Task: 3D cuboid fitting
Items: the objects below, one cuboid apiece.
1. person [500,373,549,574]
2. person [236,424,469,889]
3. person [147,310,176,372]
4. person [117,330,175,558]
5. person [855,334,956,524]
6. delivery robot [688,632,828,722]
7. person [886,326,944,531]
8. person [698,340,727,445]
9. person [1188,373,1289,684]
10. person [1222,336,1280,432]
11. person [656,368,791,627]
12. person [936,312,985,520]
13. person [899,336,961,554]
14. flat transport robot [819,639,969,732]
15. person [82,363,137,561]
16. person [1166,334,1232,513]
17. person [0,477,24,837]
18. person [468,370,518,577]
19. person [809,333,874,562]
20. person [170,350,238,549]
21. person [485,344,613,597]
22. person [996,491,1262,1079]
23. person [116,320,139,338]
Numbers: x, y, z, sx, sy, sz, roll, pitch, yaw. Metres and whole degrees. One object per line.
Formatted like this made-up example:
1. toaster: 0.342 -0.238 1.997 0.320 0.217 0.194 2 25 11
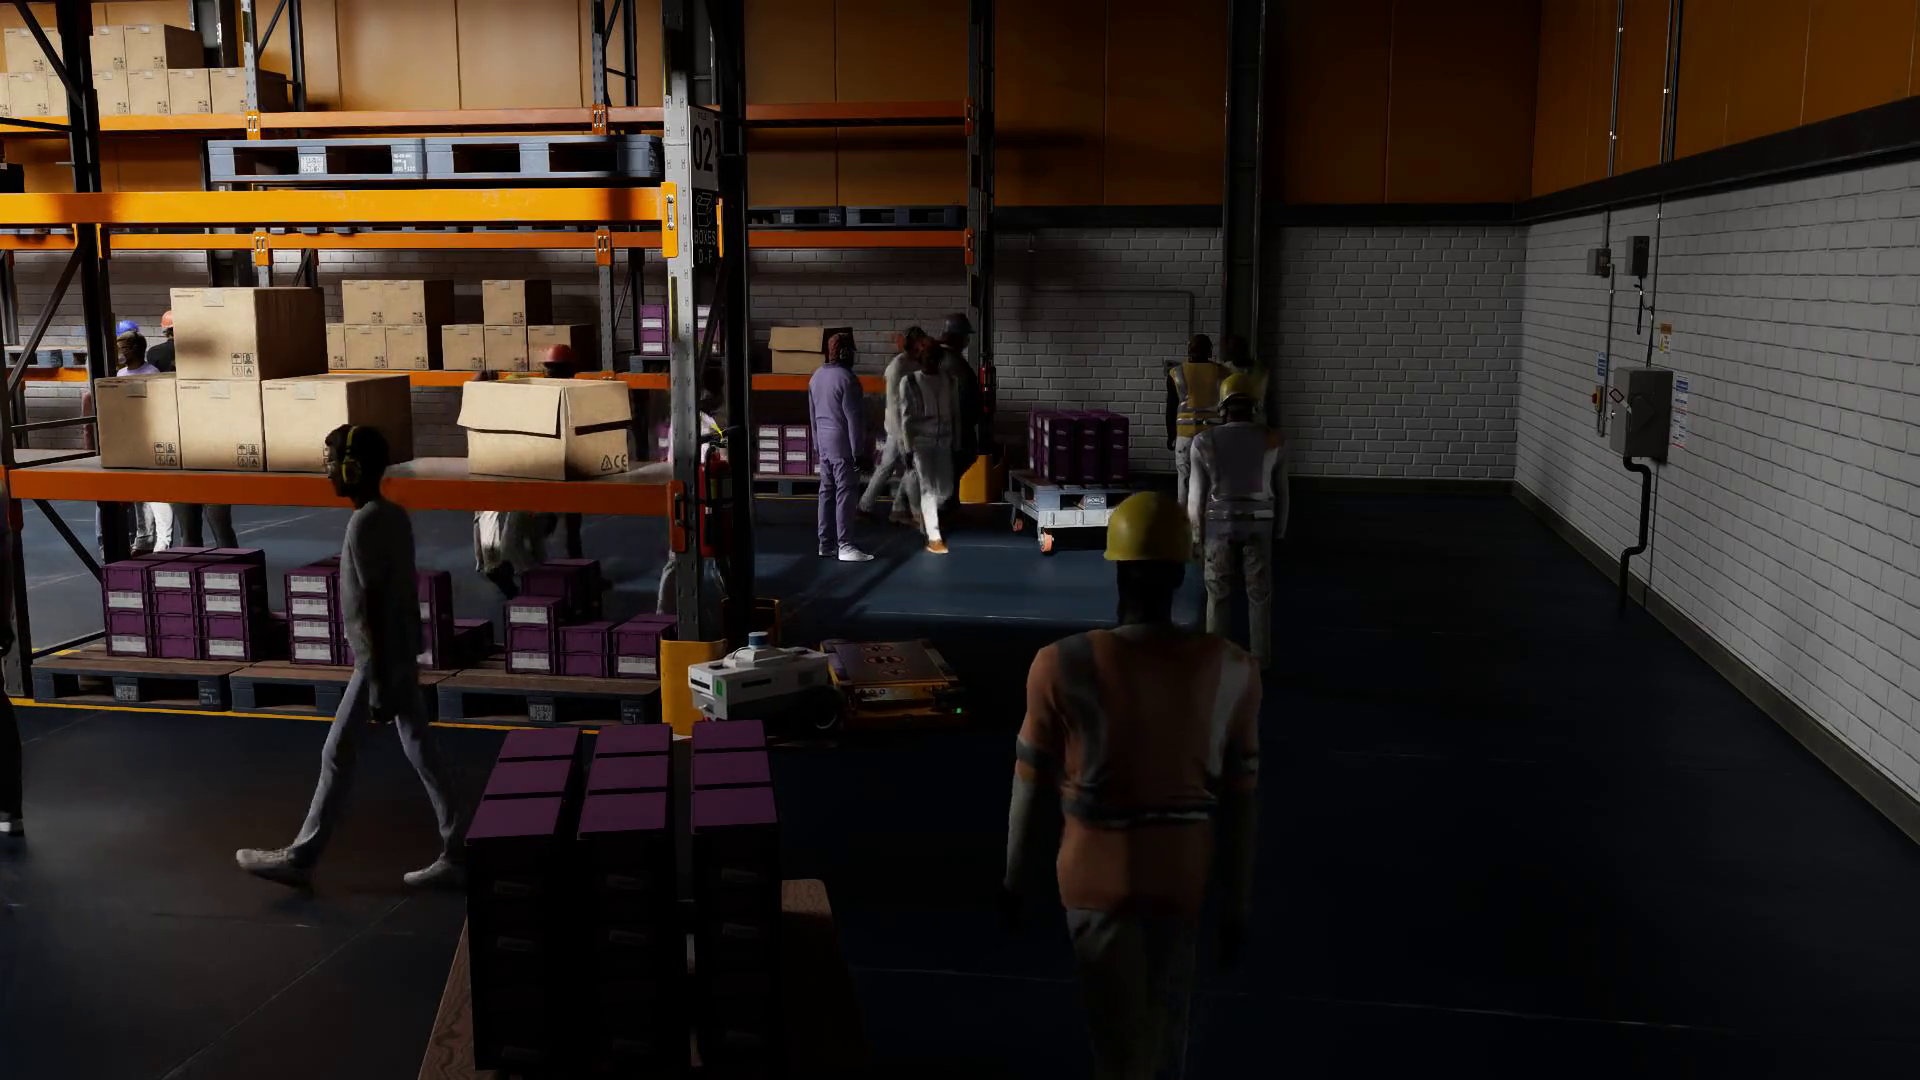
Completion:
1. person: -3.008 -0.293 11.515 0.365 1.718 0.482 0 9 -2
2. person: -2.337 0.467 6.439 0.953 1.818 0.559 0 9 2
3. person: -8.434 -1.479 17.996 0.615 1.997 0.373 -6 11 -32
4. person: -6.717 -0.751 13.659 0.627 1.940 0.371 6 11 35
5. person: -0.567 -1.059 15.916 0.997 1.835 0.591 -1 9 -6
6. delivery robot: -1.034 0.715 8.552 0.707 0.478 0.477 -7 12 -39
7. person: -0.442 -1.032 15.457 0.603 1.920 0.715 3 10 19
8. person: -2.352 -0.992 15.622 0.516 1.787 0.625 5 10 29
9. person: 1.618 -0.058 9.719 0.588 1.823 0.403 0 9 2
10. person: 2.739 -1.045 15.939 0.735 1.814 0.490 0 9 3
11. person: -1.582 -0.208 10.724 0.915 1.794 0.637 0 9 1
12. person: -0.024 -1.207 16.173 0.536 2.000 0.706 0 9 2
13. person: -0.276 -0.831 14.380 0.584 1.868 0.588 -5 10 -28
14. flat transport robot: -0.401 0.781 9.310 0.652 0.197 1.431 -2 9 -10
15. person: -7.056 -0.711 13.969 0.337 1.760 0.526 8 12 40
16. person: 2.205 -0.977 15.363 0.625 1.844 0.429 0 9 1
17. person: -4.200 0.344 6.895 0.373 1.928 0.584 4 10 22
18. person: -3.740 -0.528 13.202 0.308 1.640 0.510 -5 10 -28
19. person: -0.979 -0.772 13.889 0.407 1.906 0.655 -7 11 -37
20. person: -5.425 -0.463 11.868 0.635 1.939 0.362 1 9 3
21. person: -3.089 -0.502 12.326 0.899 1.885 0.564 -5 10 -29
22. person: 0.435 0.822 4.084 0.608 1.885 0.967 -3 9 -15
23. person: -8.642 -1.323 17.322 0.709 1.911 0.613 2 9 13
